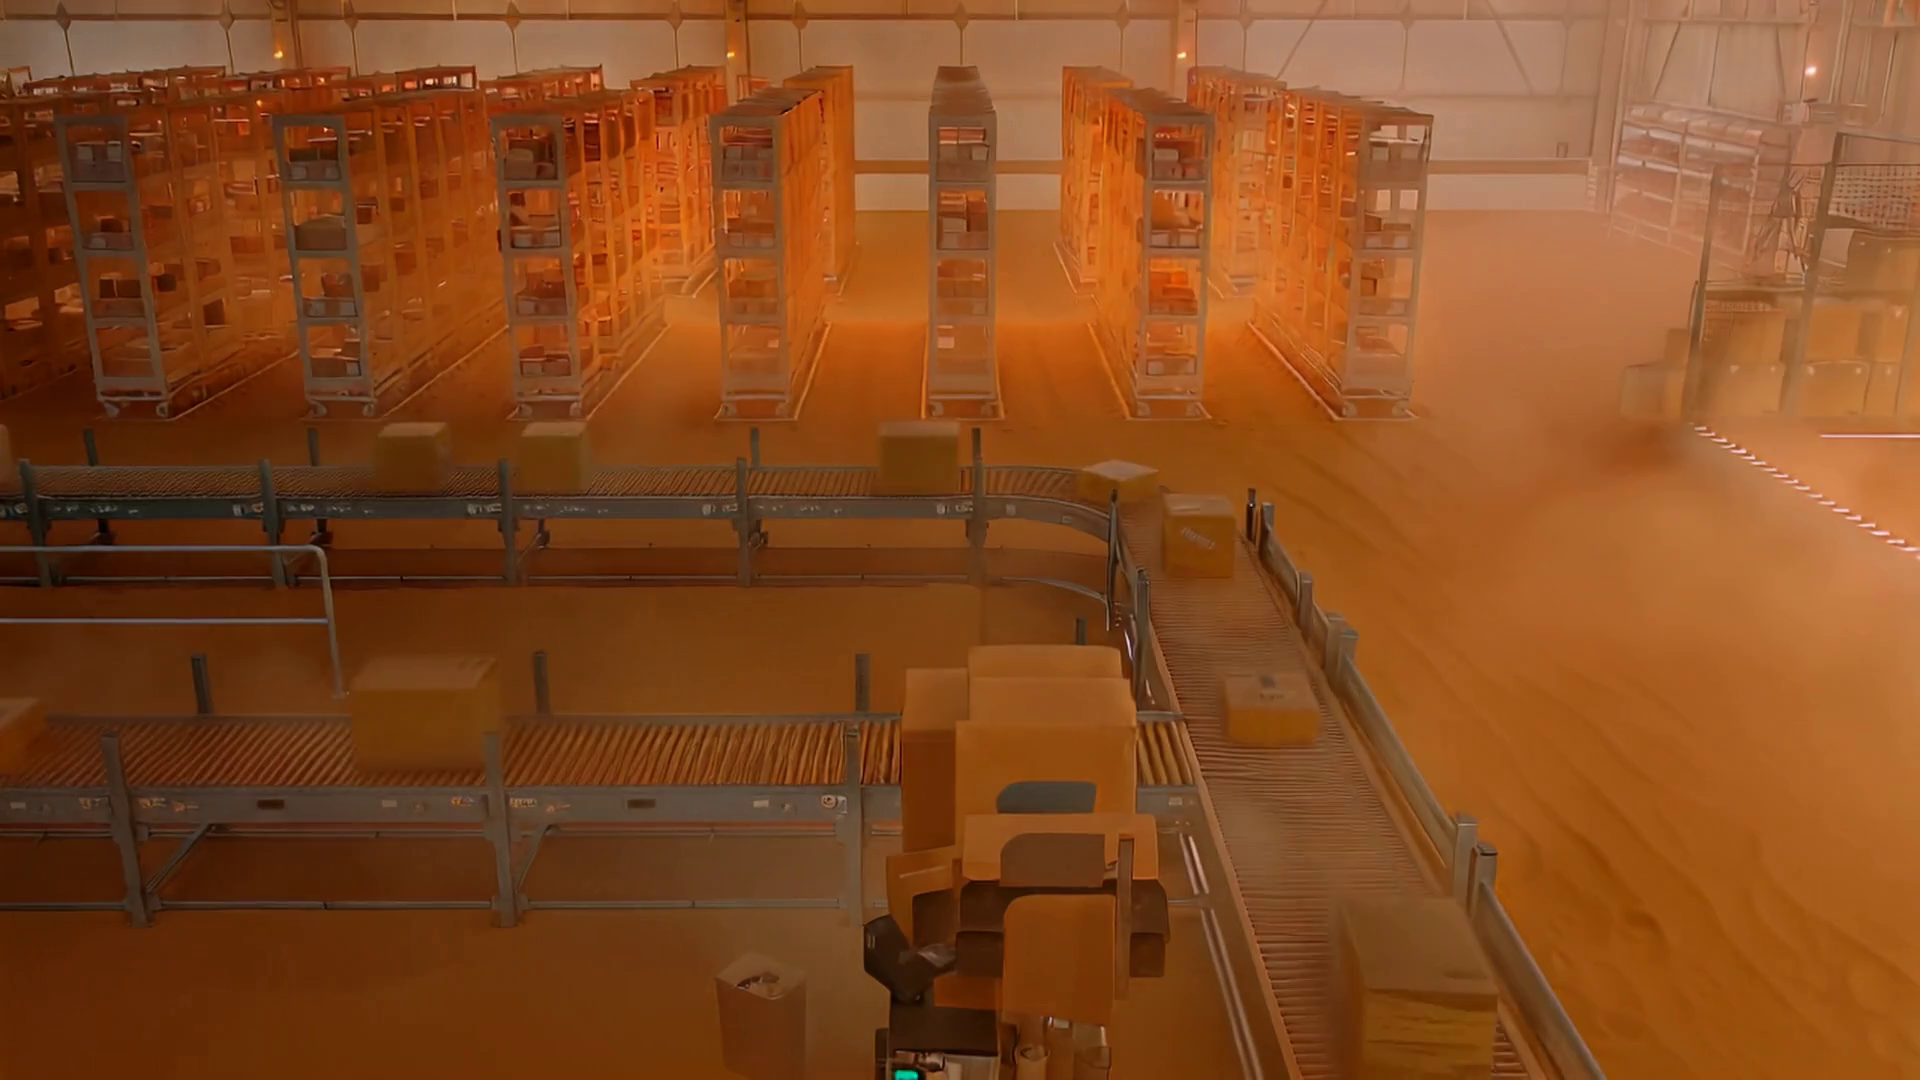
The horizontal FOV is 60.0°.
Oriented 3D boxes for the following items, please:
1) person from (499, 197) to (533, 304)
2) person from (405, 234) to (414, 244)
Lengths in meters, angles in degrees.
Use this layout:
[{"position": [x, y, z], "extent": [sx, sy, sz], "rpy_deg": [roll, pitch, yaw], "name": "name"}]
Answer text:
[{"position": [-7.238, -4.697, 27.191], "extent": [0.656, 1.804, 0.610], "rpy_deg": [6, 19, 17], "name": "person"}, {"position": [-8.689, -4.537, 26.414], "extent": [0.717, 1.978, 0.622], "rpy_deg": [-4, 18, -12], "name": "person"}]
